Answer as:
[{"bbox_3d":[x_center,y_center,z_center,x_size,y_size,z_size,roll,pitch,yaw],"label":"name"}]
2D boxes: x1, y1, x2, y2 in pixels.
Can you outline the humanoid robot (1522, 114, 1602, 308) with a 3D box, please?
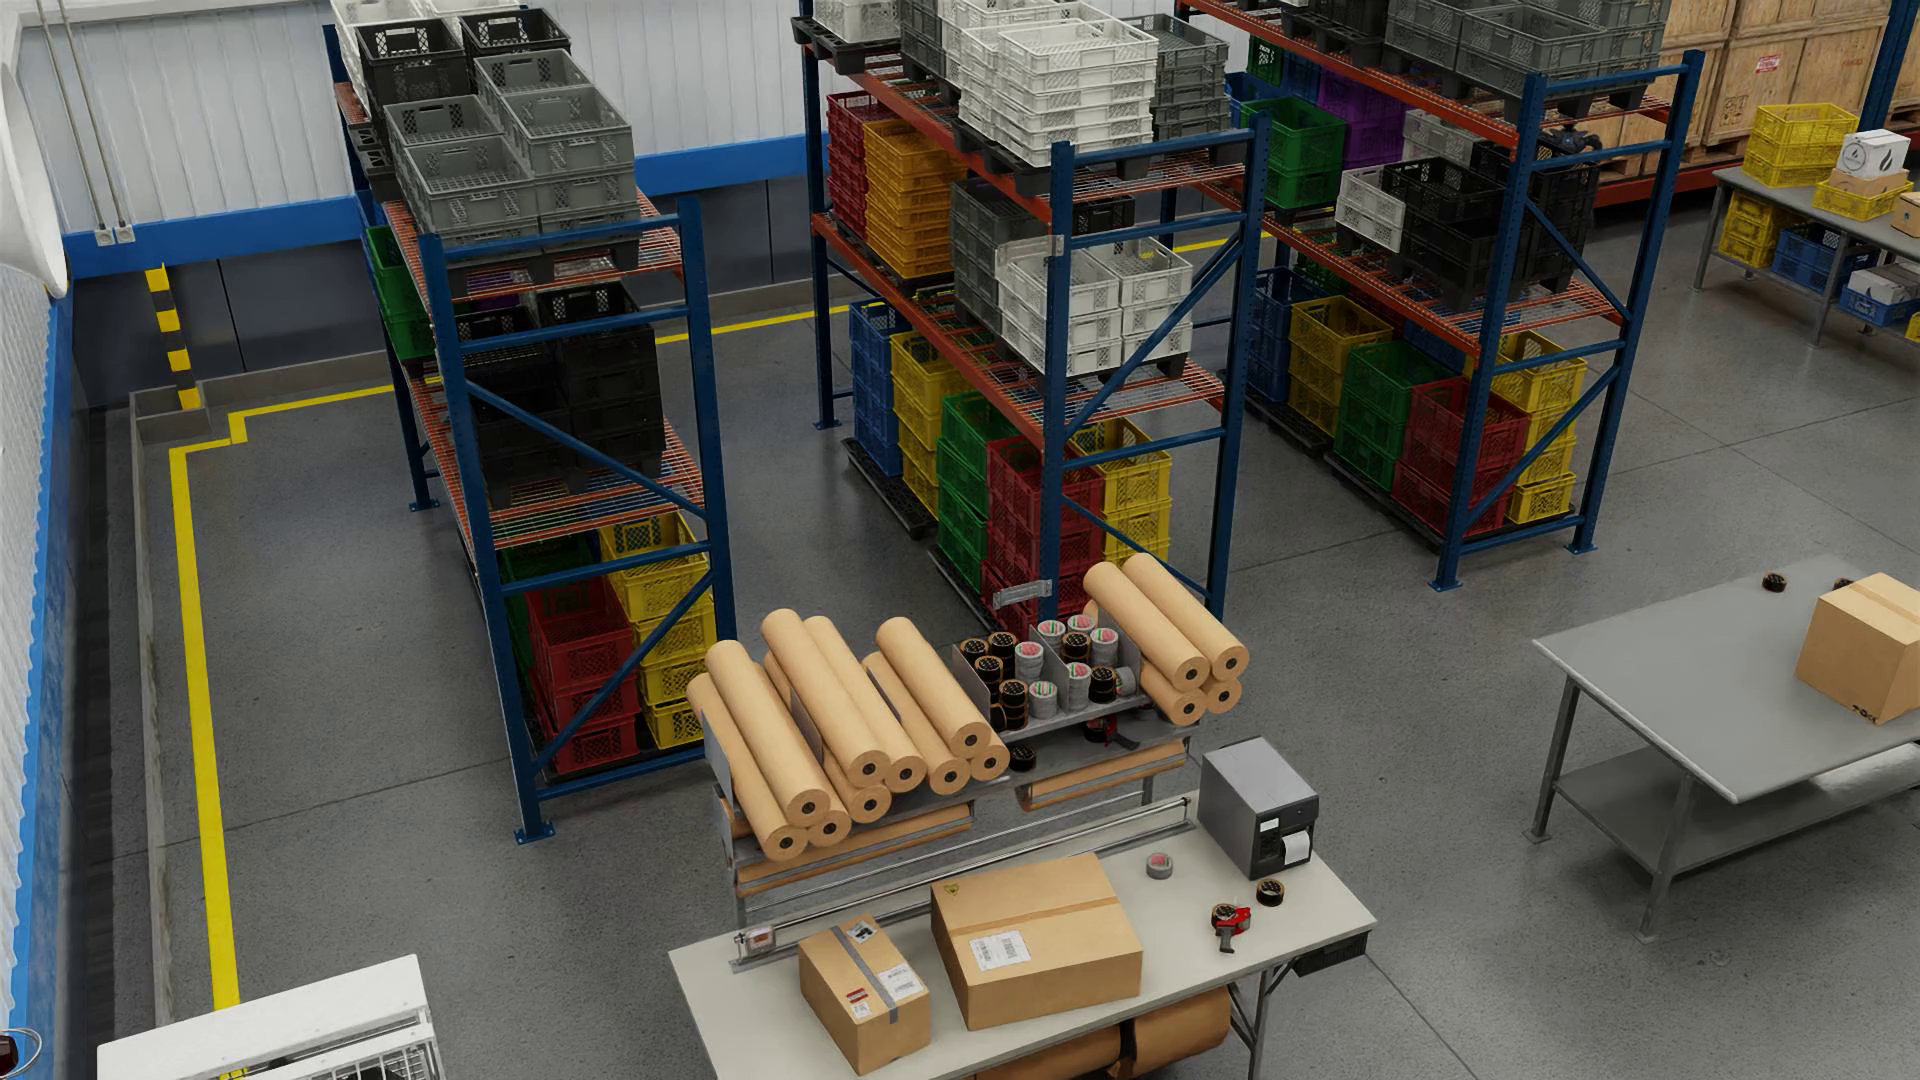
[{"bbox_3d":[4.621,-2.610,12.865,0.598,1.647,0.327,9,33,14],"label":"humanoid robot"}]
